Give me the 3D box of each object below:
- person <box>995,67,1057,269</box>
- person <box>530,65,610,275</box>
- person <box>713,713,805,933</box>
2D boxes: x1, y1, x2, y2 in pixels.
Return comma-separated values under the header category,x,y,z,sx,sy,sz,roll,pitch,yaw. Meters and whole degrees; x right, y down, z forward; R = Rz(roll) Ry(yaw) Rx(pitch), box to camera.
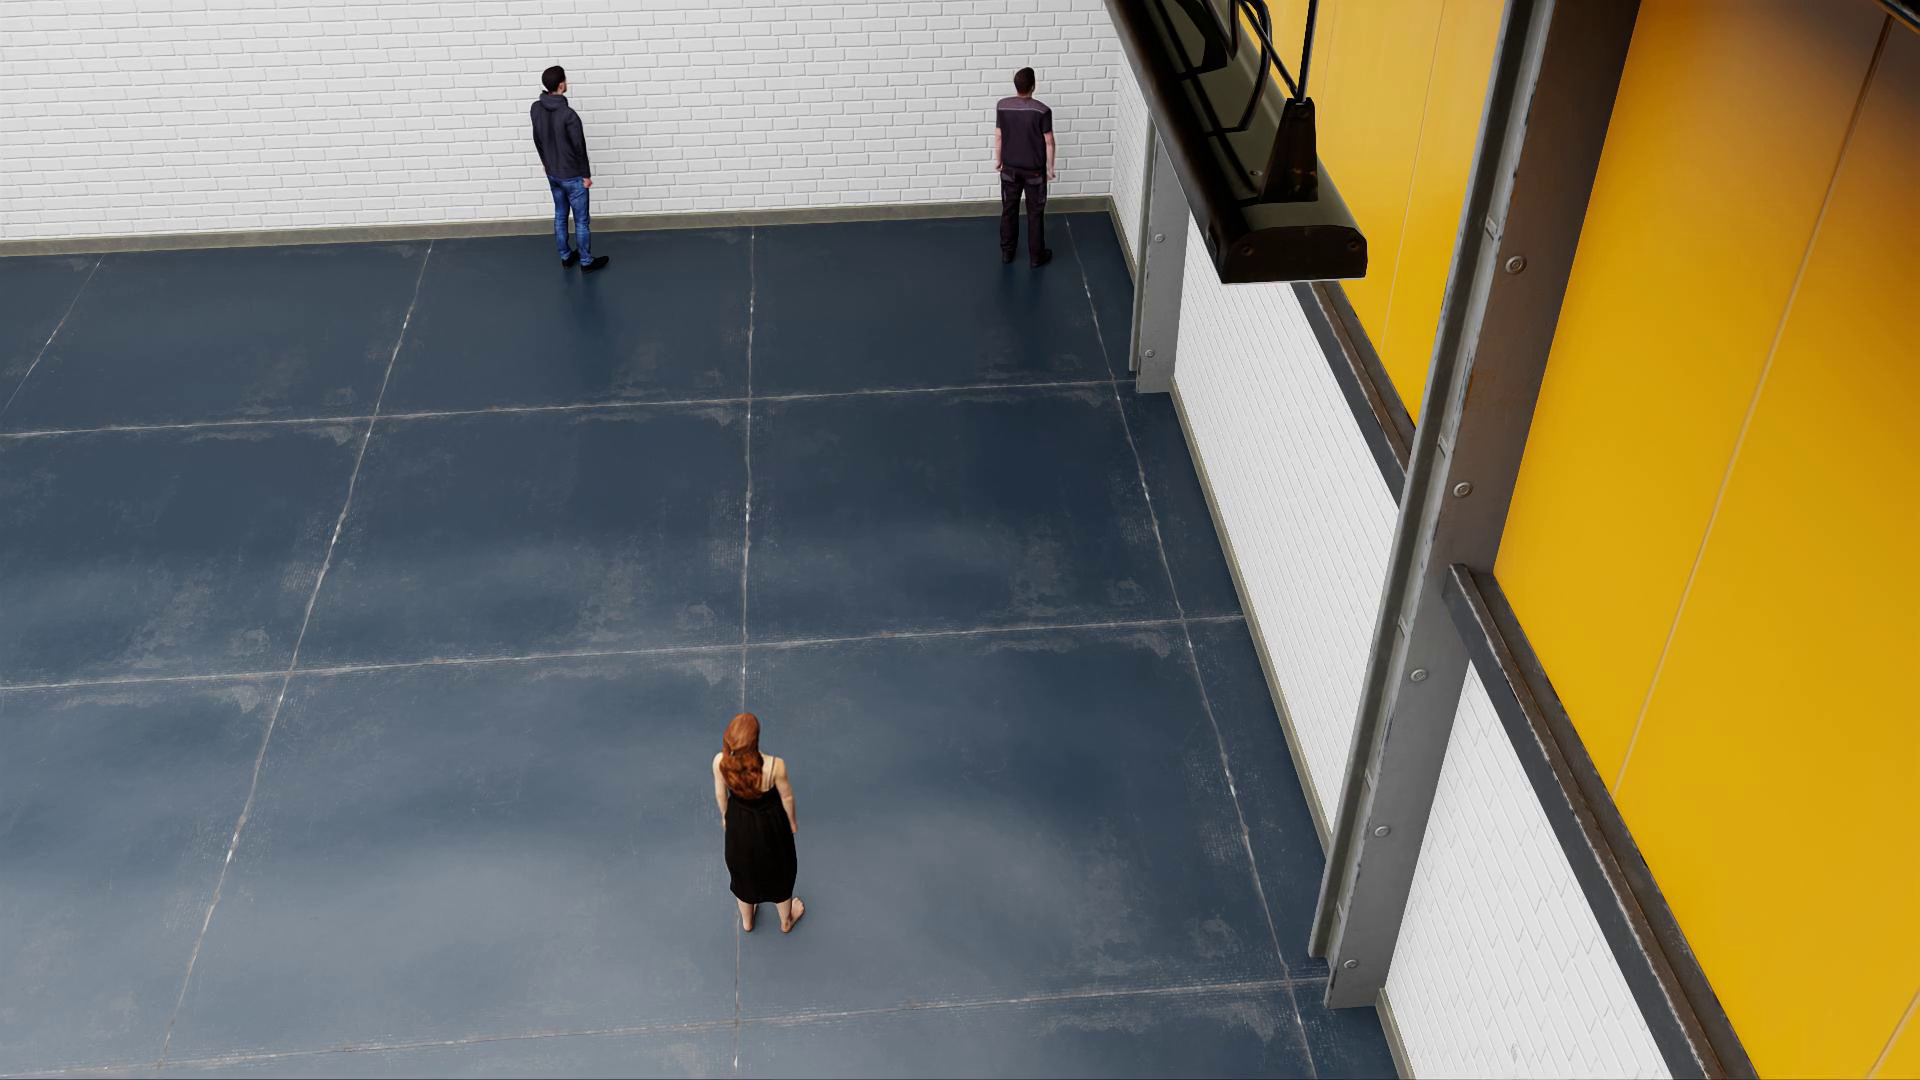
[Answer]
category,x,y,z,sx,sy,sz,roll,pitch,yaw
person,0.569,-3.309,14.780,0.802,1.845,0.771,14,41,17
person,-3.488,-3.261,14.682,0.764,1.892,0.773,19,42,22
person,-1.092,1.525,8.903,0.602,1.625,0.618,3,39,4
